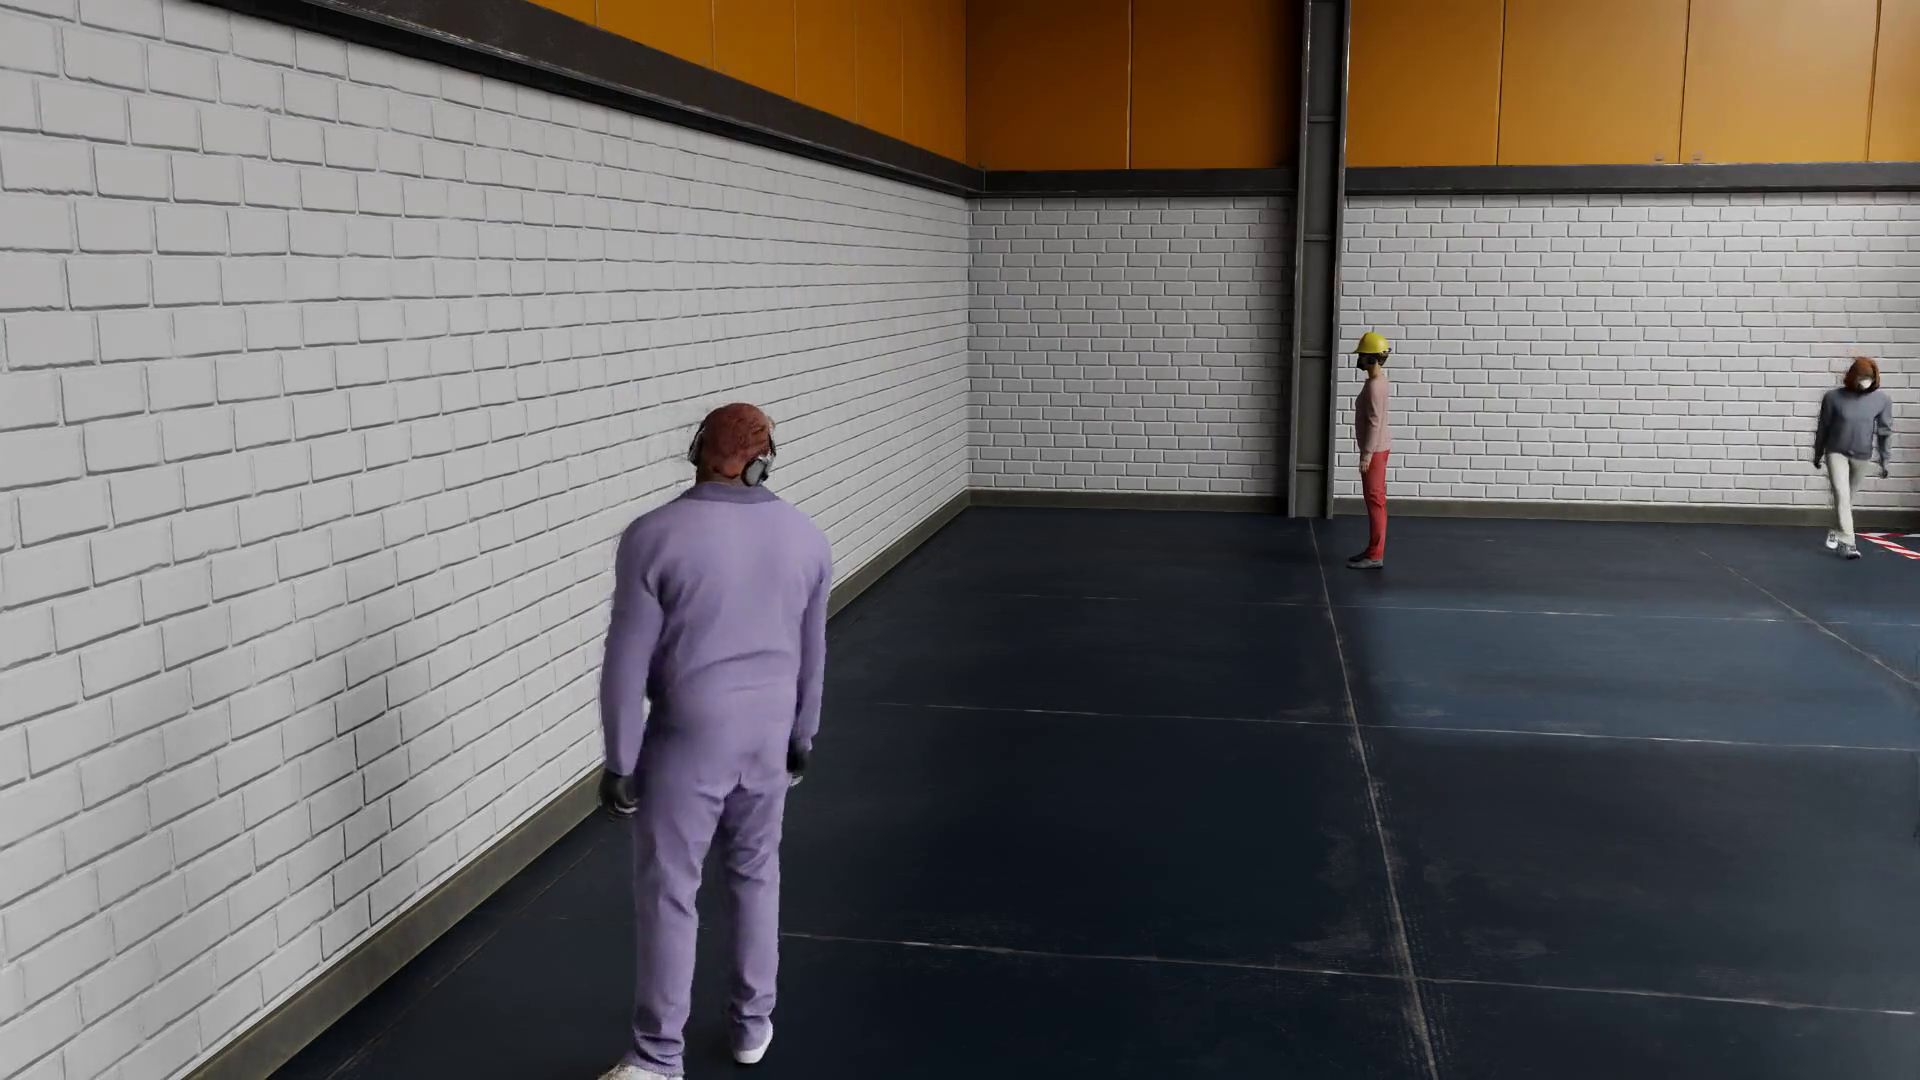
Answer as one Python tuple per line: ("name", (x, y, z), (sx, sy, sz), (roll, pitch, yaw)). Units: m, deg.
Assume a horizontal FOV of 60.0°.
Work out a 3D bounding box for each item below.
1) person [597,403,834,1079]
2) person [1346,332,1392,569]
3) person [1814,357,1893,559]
("person", (-0.749, 0.567, 4.560), (0.863, 1.861, 0.394), (-8, 12, -41))
("person", (3.066, -0.663, 12.444), (0.315, 1.769, 0.524), (3, 10, 18))
("person", (6.978, -0.655, 13.024), (0.503, 1.560, 0.927), (2, 9, 15))
